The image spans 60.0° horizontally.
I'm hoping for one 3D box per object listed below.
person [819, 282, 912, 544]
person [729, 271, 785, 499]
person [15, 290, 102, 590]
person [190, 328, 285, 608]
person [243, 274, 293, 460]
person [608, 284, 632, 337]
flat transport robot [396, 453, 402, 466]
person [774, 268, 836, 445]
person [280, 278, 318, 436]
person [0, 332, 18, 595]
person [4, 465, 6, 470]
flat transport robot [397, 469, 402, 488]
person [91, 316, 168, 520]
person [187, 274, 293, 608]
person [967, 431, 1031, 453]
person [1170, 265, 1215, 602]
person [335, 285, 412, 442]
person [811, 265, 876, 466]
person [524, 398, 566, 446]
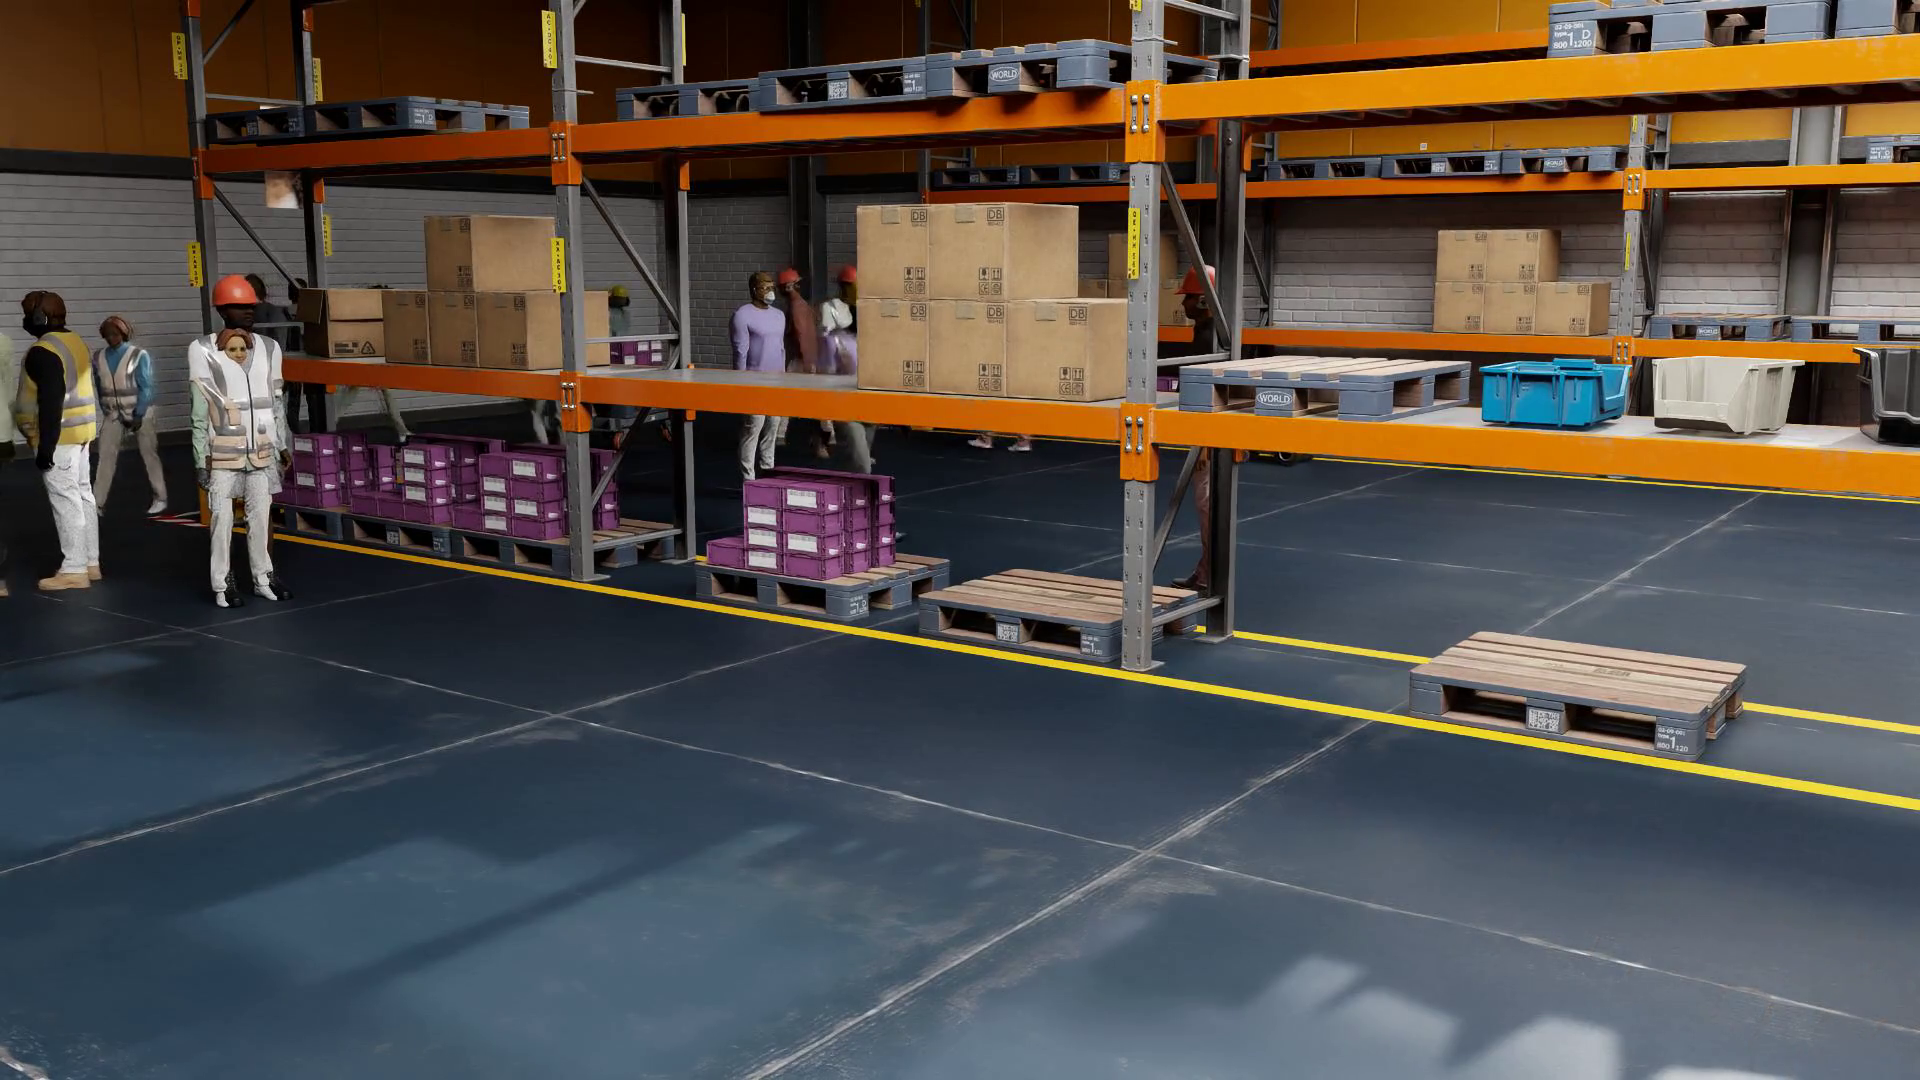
[{"bbox_3d":[-0.636,-0.865,11.699,0.592,1.873,0.982,-9,13,-44],"label":"person"},{"bbox_3d":[-1.677,-1.302,14.100,0.368,1.939,0.633,6,11,33],"label":"person"},{"bbox_3d":[-5.590,-0.616,10.302,0.429,1.841,0.634,-2,10,-11],"label":"person"},{"bbox_3d":[-4.243,-0.428,9.791,0.308,1.636,0.524,9,13,42],"label":"person"},{"bbox_3d":[-6.436,-1.475,15.244,0.707,1.901,0.680,6,11,30],"label":"person"},{"bbox_3d":[-4.311,-2.348,20.936,0.416,1.729,0.501,4,10,22],"label":"person"},{"bbox_3d":[-5.151,-0.639,15.105,0.652,0.197,1.431,-3,10,-18],"label":"flat transport robot"},{"bbox_3d":[-1.823,-2.001,18.282,0.949,1.929,0.667,0,10,3],"label":"person"},{"bbox_3d":[-6.791,-1.774,17.185,0.517,1.844,0.329,0,10,2],"label":"person"},{"bbox_3d":[-5.973,-0.627,10.050,0.514,1.946,0.663,5,11,27],"label":"person"},{"bbox_3d":[-7.325,-0.963,12.341,0.544,1.852,0.388,-2,10,-14],"label":"person"},{"bbox_3d":[-4.570,-0.490,14.220,1.431,0.197,0.652,-3,10,-18],"label":"flat transport robot"},{"bbox_3d":[-6.557,-0.954,13.048,0.505,1.593,0.831,1,10,4],"label":"person"},{"bbox_3d":[-4.215,-0.580,9.785,0.343,1.942,0.552,9,13,43],"label":"person"},{"bbox_3d":[0.438,-1.867,17.633,0.680,1.873,0.862,-8,13,-41],"label":"person"},{"bbox_3d":[1.448,-0.625,9.890,0.378,1.996,0.611,1,10,9],"label":"person"},{"bbox_3d":[-6.552,-1.919,18.310,1.137,1.774,0.544,-9,13,-42],"label":"person"},{"bbox_3d":[-1.189,-1.760,16.691,0.621,1.993,1.073,-6,11,-33],"label":"person"},{"bbox_3d":[-3.779,-1.493,15.332,0.634,1.903,0.426,-5,11,-26],"label":"person"}]
